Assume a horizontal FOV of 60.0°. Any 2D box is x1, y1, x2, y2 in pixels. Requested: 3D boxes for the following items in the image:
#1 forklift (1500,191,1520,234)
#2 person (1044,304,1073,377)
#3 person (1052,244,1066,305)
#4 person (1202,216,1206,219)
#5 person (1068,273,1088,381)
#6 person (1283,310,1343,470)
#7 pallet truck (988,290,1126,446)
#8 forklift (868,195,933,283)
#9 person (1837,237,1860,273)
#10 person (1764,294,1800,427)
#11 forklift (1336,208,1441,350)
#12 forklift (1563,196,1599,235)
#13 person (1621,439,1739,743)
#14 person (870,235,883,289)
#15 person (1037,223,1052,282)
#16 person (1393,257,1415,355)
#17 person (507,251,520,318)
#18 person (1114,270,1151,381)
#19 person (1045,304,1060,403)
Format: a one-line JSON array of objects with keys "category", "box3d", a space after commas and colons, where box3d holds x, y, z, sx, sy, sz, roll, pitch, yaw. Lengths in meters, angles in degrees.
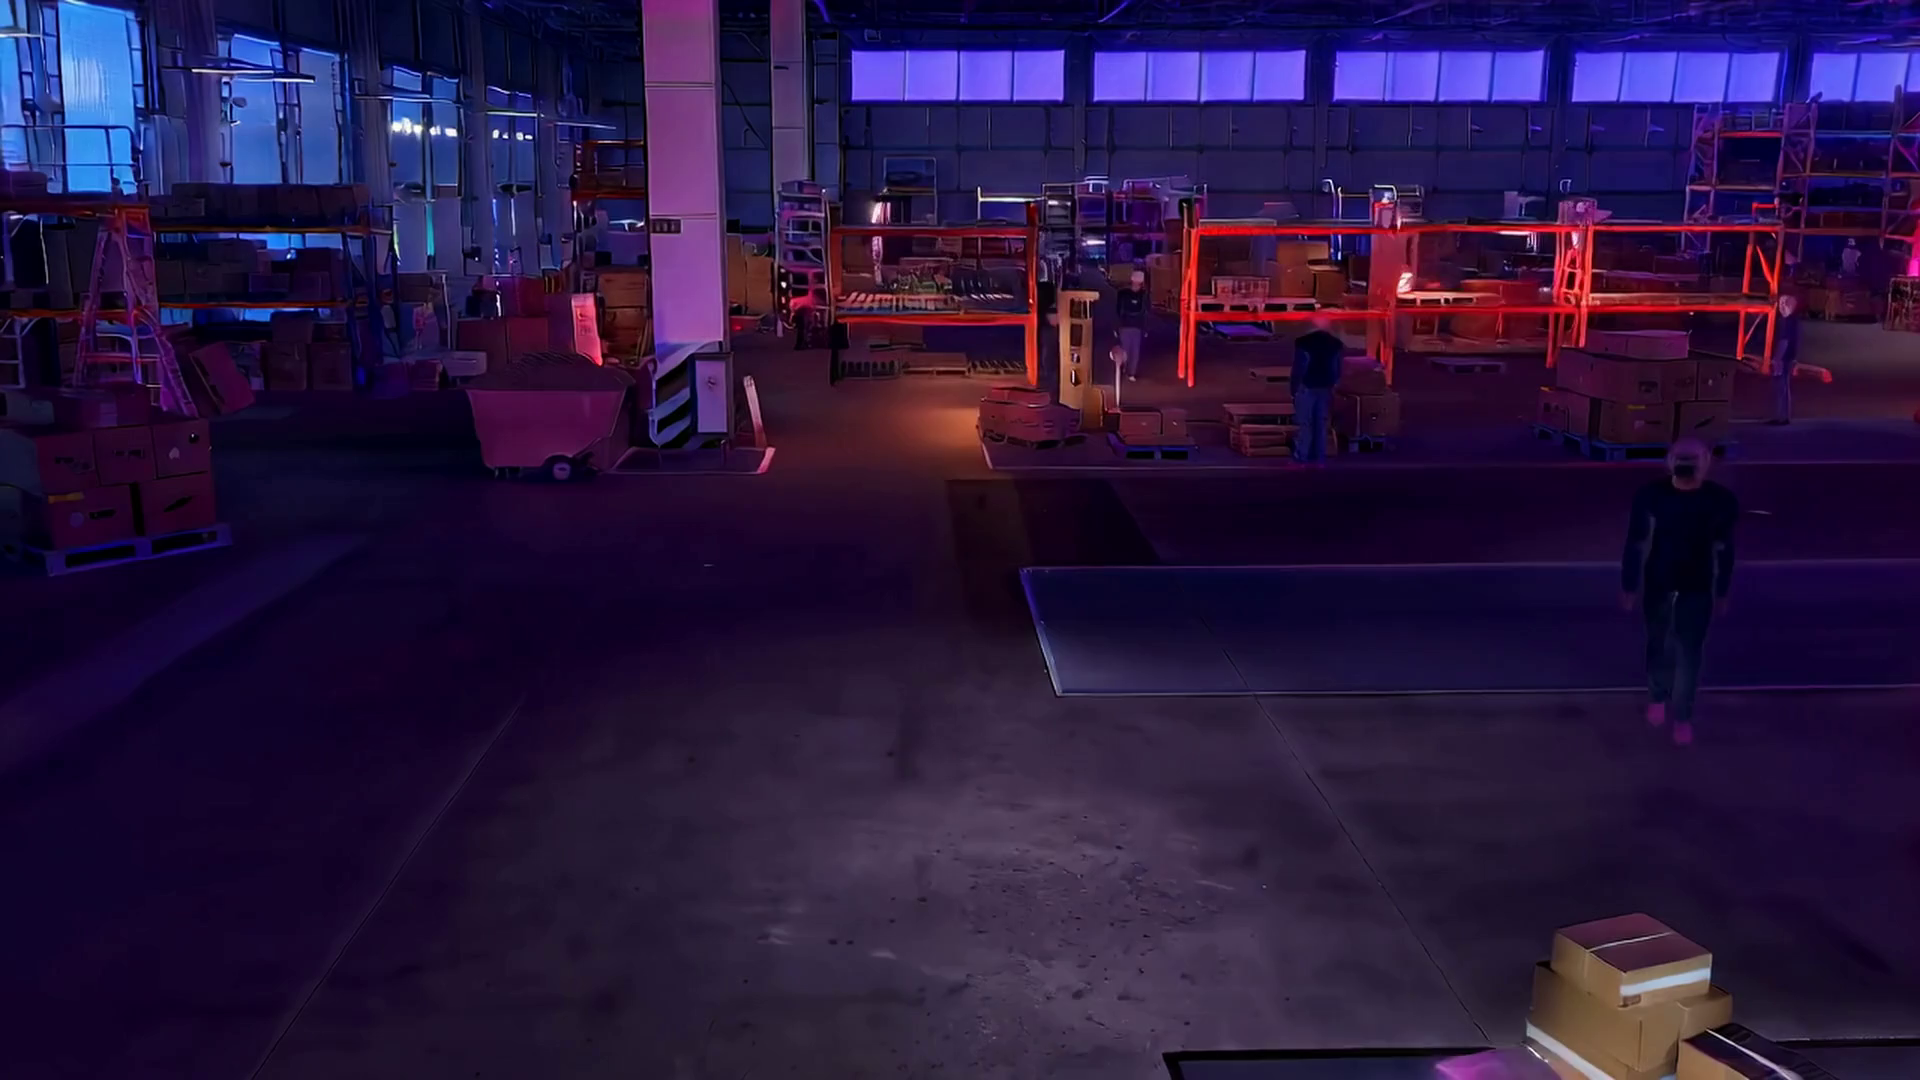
[{"category": "forklift", "box3d": [20.751, -11.779, 62.905, 1.873, 2.768, 1.129, 0, 12, -2]}, {"category": "person", "box3d": [1.438, -2.566, 24.035, 0.406, 1.675, 0.565, -7, 14, -29]}, {"category": "person", "box3d": [2.419, -6.250, 40.331, 0.341, 1.839, 0.501, 4, 13, 18]}, {"category": "person", "box3d": [9.262, -11.294, 62.991, 0.651, 1.881, 1.035, -2, 13, -11]}, {"category": "person", "box3d": [1.981, -3.655, 28.596, 0.430, 1.841, 0.624, 11, 16, 40]}, {"category": "person", "box3d": [4.237, -1.797, 20.078, 0.763, 1.913, 0.387, -4, 13, -17]}, {"category": "pallet truck", "box3d": [1.257, -2.299, 22.111, 1.885, 1.965, 0.823, -9, 15, -35]}, {"category": "forklift", "box3d": [-1.889, -9.729, 53.645, 1.873, 2.768, 1.129, -7, 14, -28]}, {"category": "person", "box3d": [23.957, -7.247, 44.817, 0.804, 1.848, 0.512, -7, 14, -29]}, {"category": "person", "box3d": [11.605, -2.523, 23.423, 0.313, 1.865, 0.528, 11, 17, 40]}, {"category": "forklift", "box3d": [8.699, -5.289, 33.601, 1.873, 2.768, 1.129, 0, 12, -2]}, {"category": "forklift", "box3d": [18.692, -8.991, 50.314, 1.129, 2.768, 1.873, -1, 13, -3]}, {"category": "person", "box3d": [4.516, 0.320, 10.508, 0.650, 1.895, 0.954, 6, 14, 25]}, {"category": "person", "box3d": [-2.565, -8.671, 51.158, 0.342, 1.881, 0.582, -5, 14, -22]}, {"category": "person", "box3d": [2.702, -9.344, 54.108, 0.565, 1.909, 0.722, 8, 15, 31]}, {"category": "person", "box3d": [8.705, -4.596, 32.683, 0.392, 1.914, 0.591, -5, 13, -22]}, {"category": "person", "box3d": [-10.940, -6.244, 40.760, 0.314, 1.634, 0.516, -8, 15, -31]}, {"category": "person", "box3d": [2.977, -3.710, 28.707, 0.638, 1.894, 0.492, 0, 12, 1]}, {"category": "person", "box3d": [1.469, -2.474, 23.528, 0.573, 1.722, 0.495, -4, 13, -17]}]
